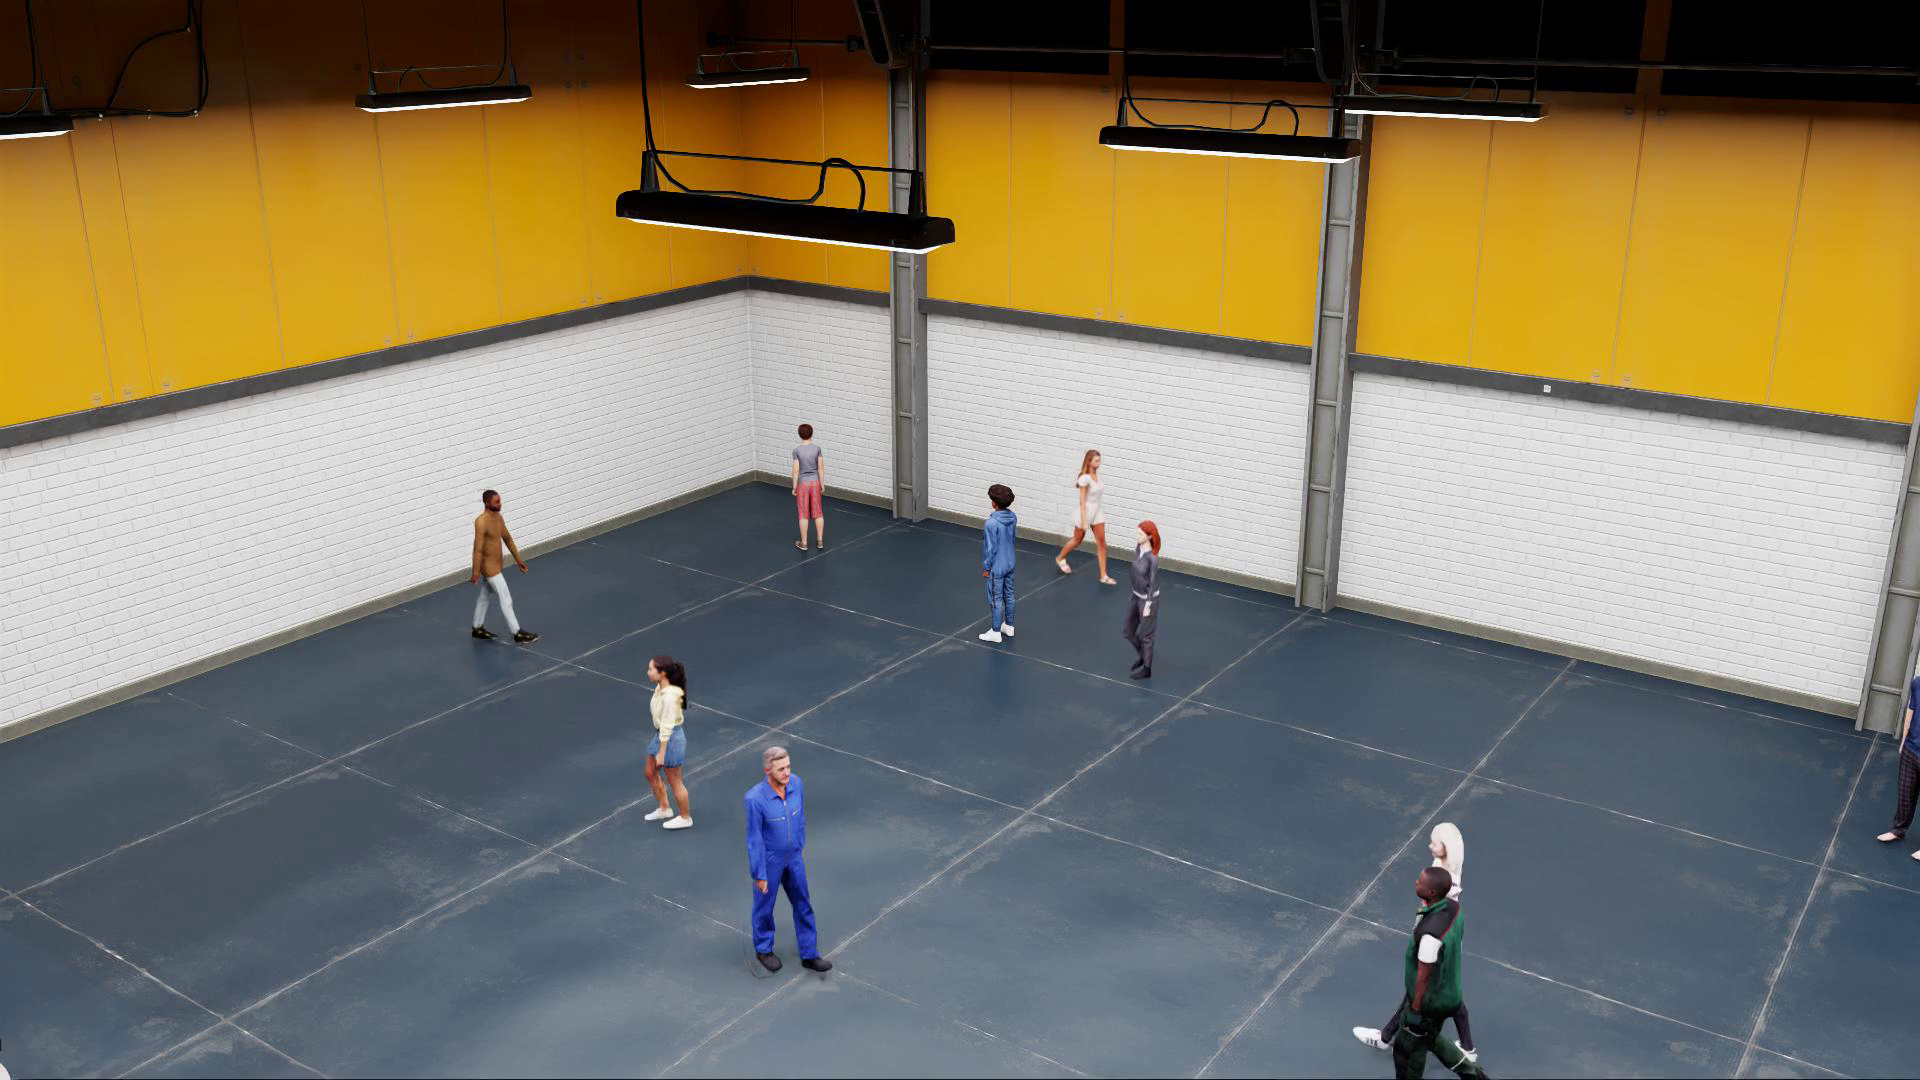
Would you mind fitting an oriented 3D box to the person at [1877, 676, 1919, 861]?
[{"bbox_3d":[8.128,1.761,13.964,0.796,1.868,0.678,-8,20,-21],"label":"person"}]

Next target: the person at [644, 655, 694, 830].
[{"bbox_3d":[-2.436,1.750,14.386,0.837,1.618,0.760,-7,20,-19],"label":"person"}]

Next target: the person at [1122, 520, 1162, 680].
[{"bbox_3d":[2.012,0.626,17.486,0.774,1.771,0.675,-7,20,-20],"label":"person"}]

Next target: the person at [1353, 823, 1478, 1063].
[{"bbox_3d":[3.329,2.747,11.194,1.168,1.766,0.936,4,19,12],"label":"person"}]

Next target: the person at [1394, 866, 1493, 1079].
[{"bbox_3d":[3.070,2.928,10.572,0.996,1.820,0.742,10,21,27],"label":"person"}]

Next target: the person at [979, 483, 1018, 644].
[{"bbox_3d":[0.445,0.244,18.557,0.579,1.811,0.685,15,23,37],"label":"person"}]

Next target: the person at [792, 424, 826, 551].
[{"bbox_3d":[-1.968,-0.693,21.591,0.675,1.650,0.706,-6,20,-17],"label":"person"}]

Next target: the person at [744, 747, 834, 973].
[{"bbox_3d":[-1.404,2.338,12.331,0.860,1.816,0.941,-17,25,-40],"label":"person"}]

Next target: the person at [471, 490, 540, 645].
[{"bbox_3d":[-5.287,0.308,18.432,1.159,1.769,0.959,2,19,5],"label":"person"}]

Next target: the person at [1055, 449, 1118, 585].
[{"bbox_3d":[1.511,-0.300,20.418,1.181,1.655,0.670,16,25,40],"label":"person"}]
